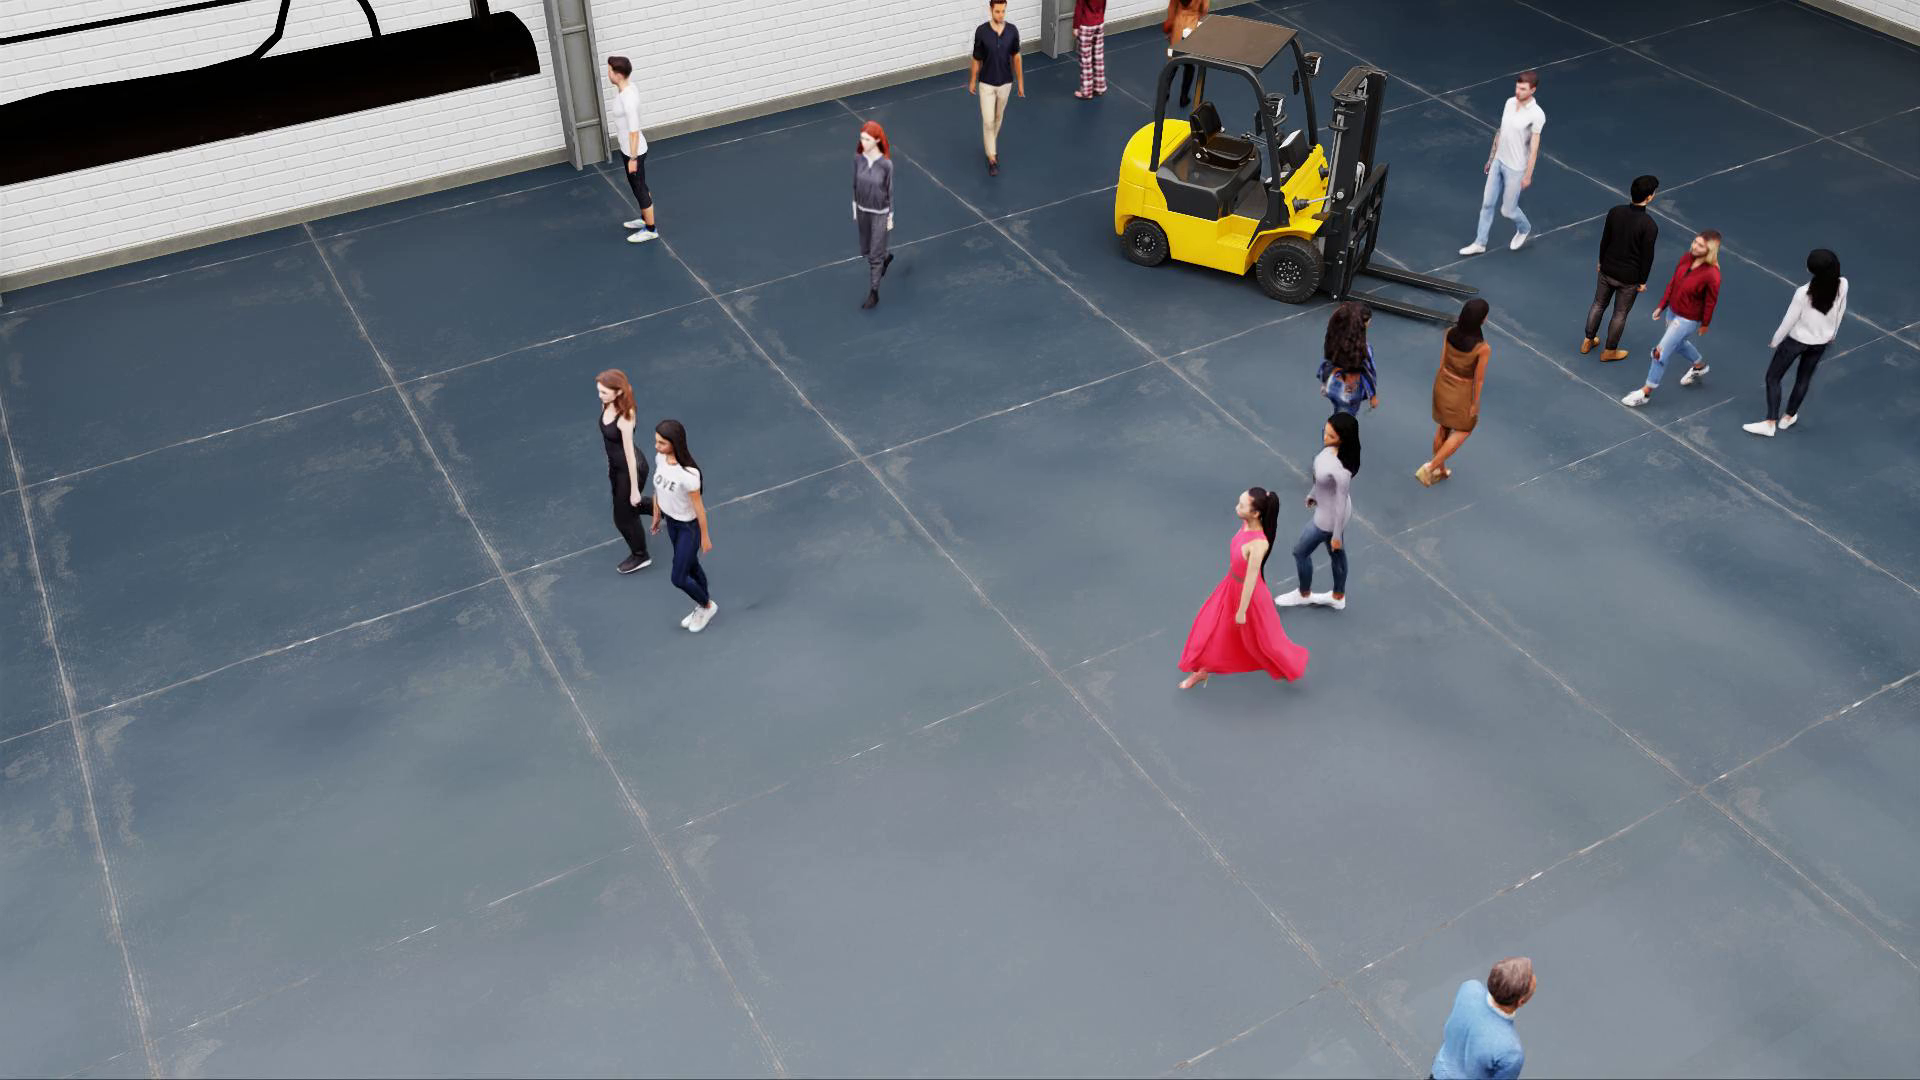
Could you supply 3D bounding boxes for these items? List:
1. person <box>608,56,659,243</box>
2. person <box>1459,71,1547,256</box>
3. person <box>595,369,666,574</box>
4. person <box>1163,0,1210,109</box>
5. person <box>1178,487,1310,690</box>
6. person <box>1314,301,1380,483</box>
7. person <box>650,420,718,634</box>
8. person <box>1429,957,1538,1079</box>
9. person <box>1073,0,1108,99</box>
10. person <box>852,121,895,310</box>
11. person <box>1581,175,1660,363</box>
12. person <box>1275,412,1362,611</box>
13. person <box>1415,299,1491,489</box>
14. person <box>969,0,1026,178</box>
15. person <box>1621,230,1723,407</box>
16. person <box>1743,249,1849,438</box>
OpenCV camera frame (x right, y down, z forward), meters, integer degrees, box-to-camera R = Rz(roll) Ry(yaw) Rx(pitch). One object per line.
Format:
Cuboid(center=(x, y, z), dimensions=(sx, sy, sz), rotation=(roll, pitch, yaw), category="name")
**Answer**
Cuboid(center=(-3.148, -3.777, 16.014), dimensions=(0.652, 1.850, 0.729), rotation=(-9, 39, -11), category="person")
Cuboid(center=(5.253, -3.547, 15.730), dimensions=(0.938, 1.844, 0.705), rotation=(-16, 41, -19), category="person")
Cuboid(center=(-2.328, -0.542, 12.063), dimensions=(0.888, 1.725, 0.684), rotation=(-25, 45, -28), category="person")
Cuboid(center=(2.480, -5.552, 18.347), dimensions=(0.925, 1.712, 1.008), rotation=(19, 42, 22), category="person")
Cuboid(center=(1.963, 0.382, 10.937), dimensions=(1.178, 1.685, 0.913), rotation=(-2, 39, -3), category="person")
Cuboid(center=(2.925, -1.110, 12.866), dimensions=(0.671, 1.611, 0.619), rotation=(-19, 42, -22), category="person")
Cuboid(center=(-1.827, -0.120, 11.501), dimensions=(0.601, 1.767, 0.625), rotation=(-25, 45, -28), category="person")
Cuboid(center=(2.383, 2.650, 8.012), dimensions=(0.883, 1.794, 0.714), rotation=(-16, 41, -19), category="person")
Cuboid(center=(1.480, -5.824, 18.700), dimensions=(0.550, 1.697, 0.725), rotation=(-30, 48, -32), category="person")
Cuboid(center=(-0.729, -2.983, 15.087), dimensions=(0.830, 1.766, 0.960), rotation=(19, 42, 22), category="person")
Cuboid(center=(5.704, -2.342, 14.319), dimensions=(0.580, 1.723, 0.671), rotation=(-26, 45, -29), category="person")
Cuboid(center=(2.677, -0.149, 11.577), dimensions=(0.925, 1.717, 0.867), rotation=(9, 40, 11), category="person")
Cuboid(center=(3.750, -1.078, 12.771), dimensions=(0.796, 1.679, 0.627), rotation=(-27, 46, -29), category="person")
Cuboid(center=(0.339, -4.789, 17.301), dimensions=(1.032, 1.825, 0.928), rotation=(-8, 39, -10), category="person")
Cuboid(center=(6.076, -1.864, 13.820), dimensions=(1.170, 1.599, 0.829), rotation=(-8, 39, -9), category="person")
Cuboid(center=(6.876, -1.607, 13.436), dimensions=(0.688, 1.676, 0.877), rotation=(4, 39, 5), category="person")
